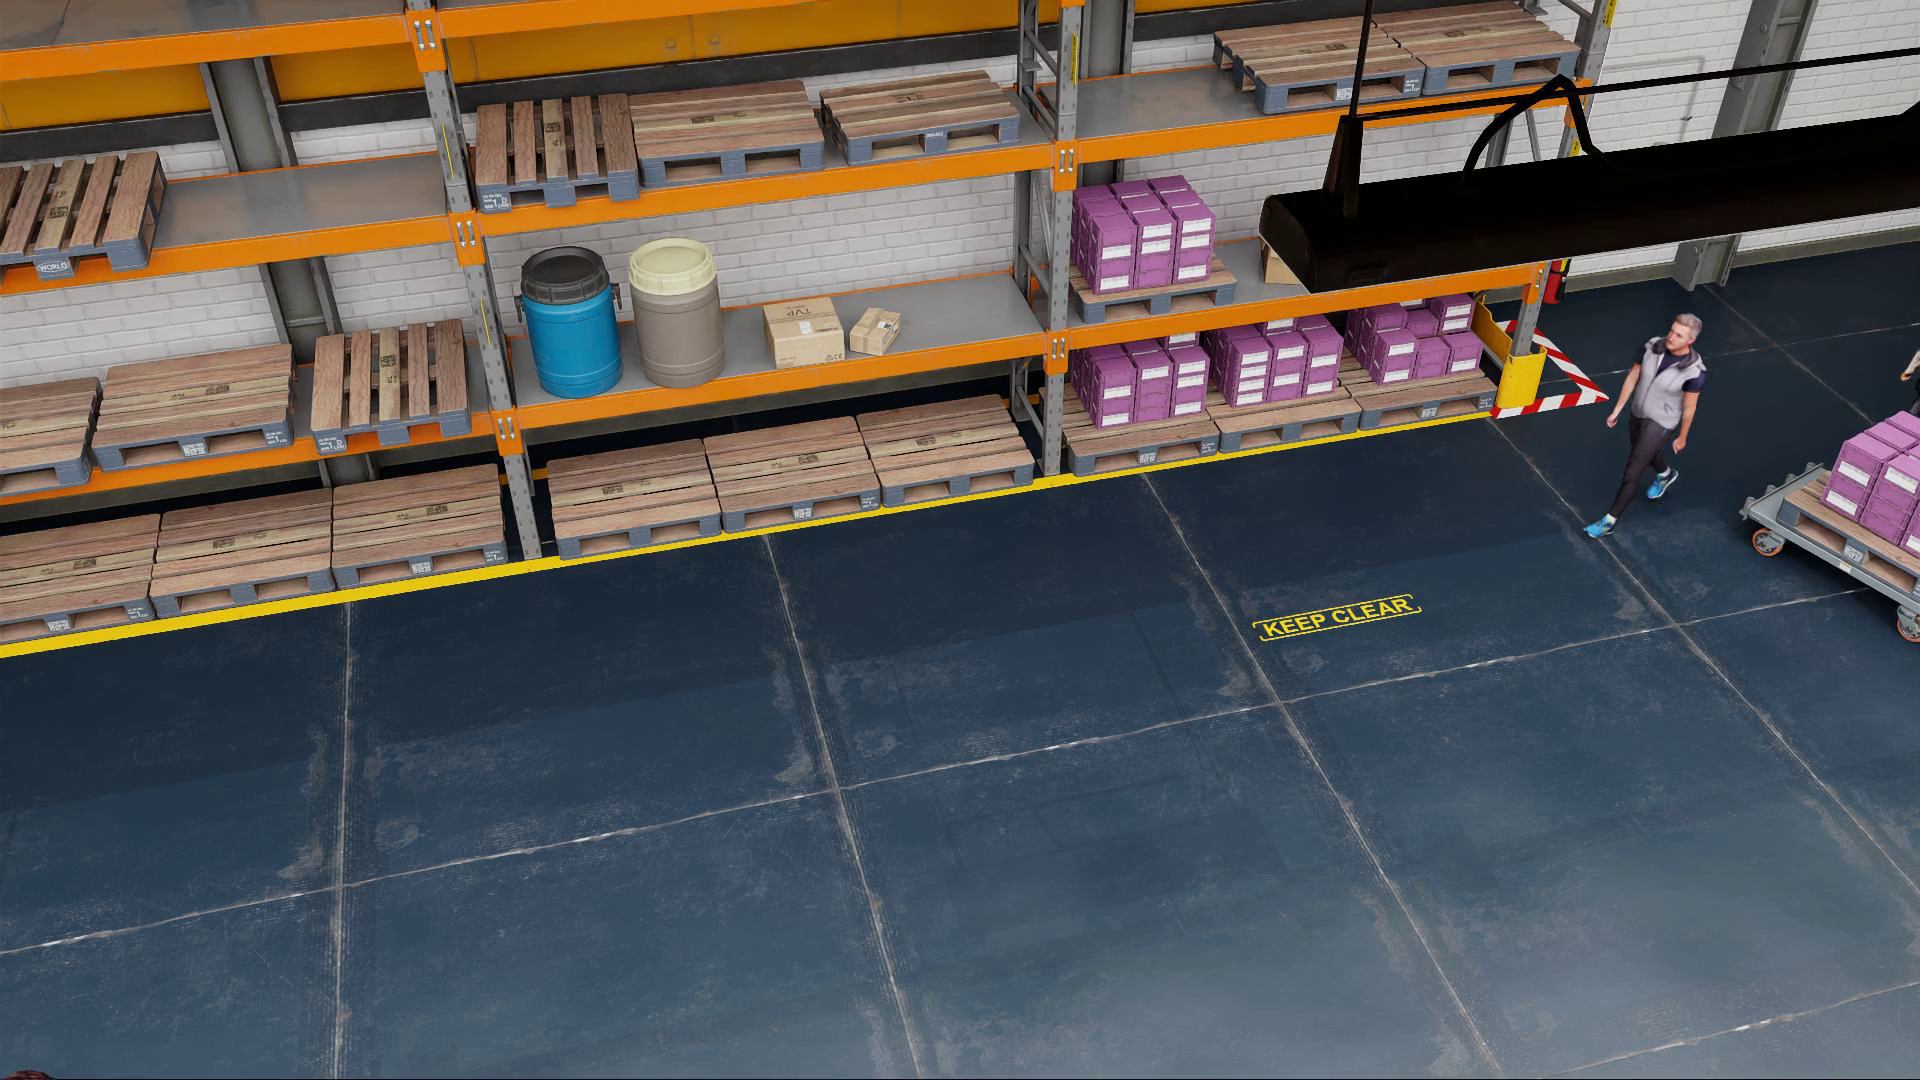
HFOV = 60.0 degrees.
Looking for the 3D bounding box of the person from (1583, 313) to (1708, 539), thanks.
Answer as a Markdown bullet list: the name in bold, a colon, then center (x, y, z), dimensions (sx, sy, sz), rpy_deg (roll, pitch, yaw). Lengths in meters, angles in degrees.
- **person**: center (5.091, -0.884, 12.077), dimensions (1.290, 1.792, 0.852), rpy_deg (-17, 42, -20)
